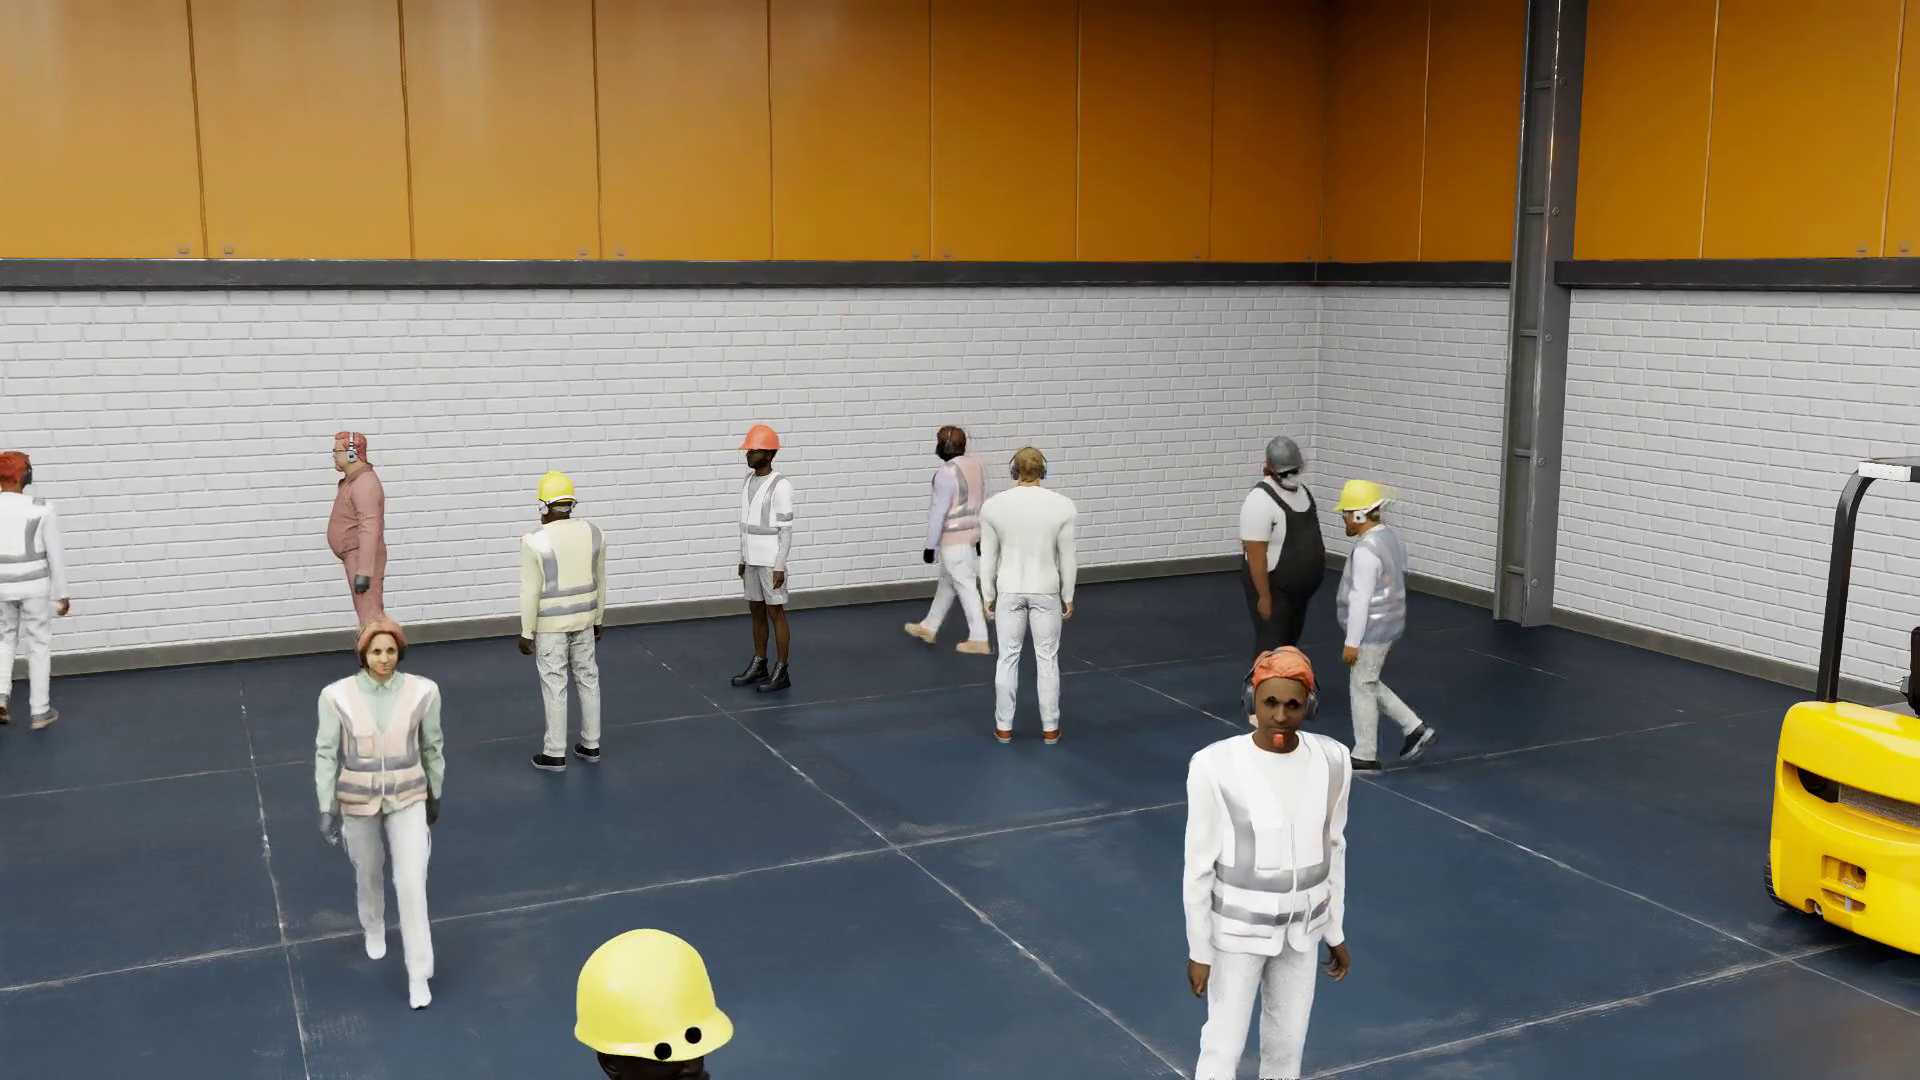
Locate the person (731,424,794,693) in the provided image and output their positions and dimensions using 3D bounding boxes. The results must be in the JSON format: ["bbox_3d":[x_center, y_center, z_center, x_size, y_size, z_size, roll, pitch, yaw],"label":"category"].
[{"bbox_3d":[-1.432,0.130,12.068,0.347,1.943,0.544,-8,12,-42],"label":"person"}]

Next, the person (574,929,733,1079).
[{"bbox_3d":[-0.539,1.607,2.936,0.594,1.930,0.354,-6,11,-31],"label":"person"}]

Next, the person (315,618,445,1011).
[{"bbox_3d":[-2.466,1.106,7.100,0.519,1.592,0.872,-3,10,-21],"label":"person"}]

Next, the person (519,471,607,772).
[{"bbox_3d":[-2.435,0.492,10.157,0.403,1.834,0.587,9,12,43],"label":"person"}]

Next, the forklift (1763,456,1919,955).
[{"bbox_3d":[4.857,0.731,7.561,2.313,2.155,1.214,-4,10,-25],"label":"forklift"}]

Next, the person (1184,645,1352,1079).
[{"bbox_3d":[0.975,1.256,5.269,0.576,1.881,0.354,-3,10,-19],"label":"person"}]

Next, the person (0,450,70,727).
[{"bbox_3d":[-6.218,0.339,10.988,0.591,1.869,0.454,-2,9,-10],"label":"person"}]

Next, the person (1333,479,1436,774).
[{"bbox_3d":[2.509,0.536,9.995,0.592,1.802,0.603,4,10,24],"label":"person"}]

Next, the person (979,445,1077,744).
[{"bbox_3d":[0.437,0.355,10.732,0.628,1.931,0.377,1,9,7],"label":"person"}]

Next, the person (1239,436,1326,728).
[{"bbox_3d":[2.163,0.247,11.034,0.571,2.000,0.831,7,11,36],"label":"person"}]

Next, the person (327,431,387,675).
[{"bbox_3d":[-4.316,0.169,11.934,0.399,1.909,0.642,-4,10,-22],"label":"person"}]

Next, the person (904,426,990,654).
[{"bbox_3d":[-0.120,-0.009,13.332,0.915,1.805,0.648,4,10,24],"label":"person"}]
